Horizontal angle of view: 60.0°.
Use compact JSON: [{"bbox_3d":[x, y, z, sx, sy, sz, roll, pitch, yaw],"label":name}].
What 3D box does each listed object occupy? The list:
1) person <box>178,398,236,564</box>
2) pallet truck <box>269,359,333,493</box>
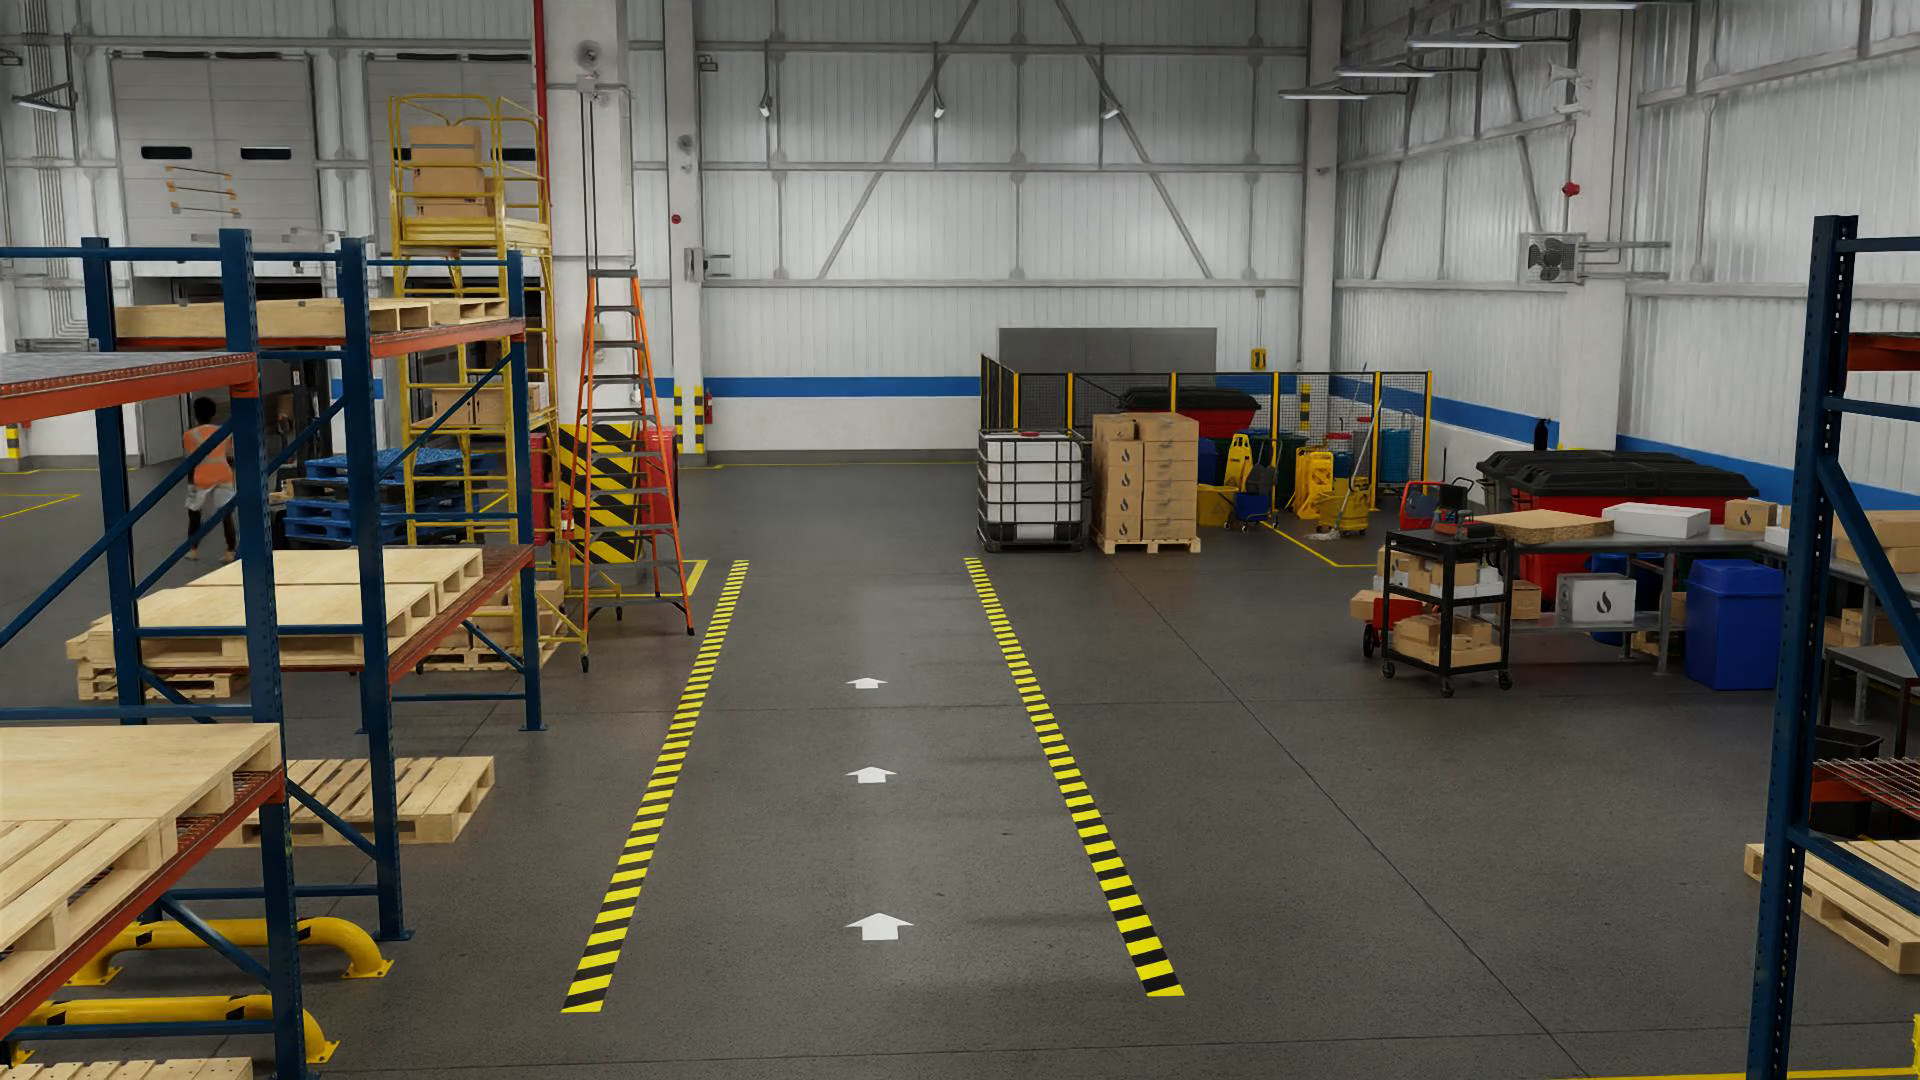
[{"bbox_3d":[-7.542,-0.586,16.626,0.813,1.659,0.551,7,11,36],"label":"person"},{"bbox_3d":[-7.062,-1.131,18.996,1.885,1.965,0.823,2,9,13],"label":"pallet truck"}]
